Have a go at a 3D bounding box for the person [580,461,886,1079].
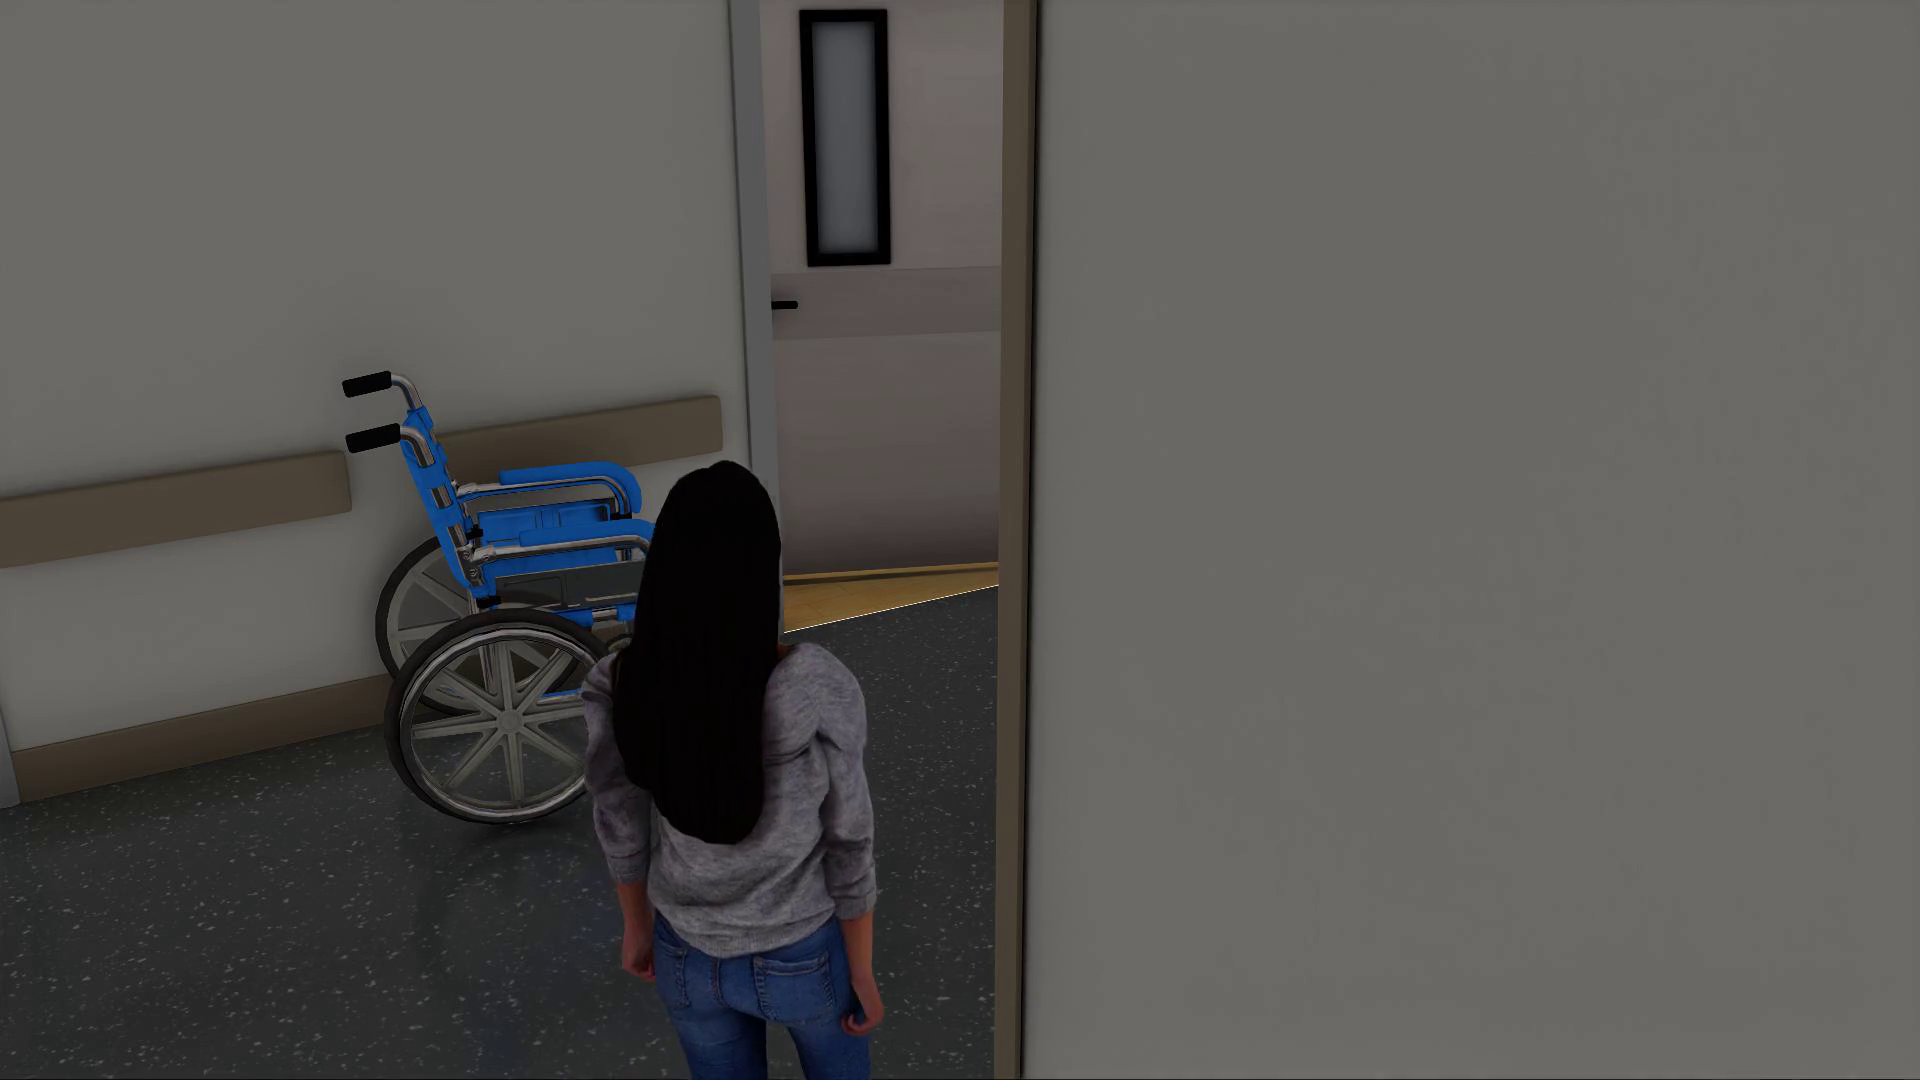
[{"bbox_3d":[-0.337,0.694,2.572,0.720,1.621,0.796,3,21,9],"label":"person"}]
